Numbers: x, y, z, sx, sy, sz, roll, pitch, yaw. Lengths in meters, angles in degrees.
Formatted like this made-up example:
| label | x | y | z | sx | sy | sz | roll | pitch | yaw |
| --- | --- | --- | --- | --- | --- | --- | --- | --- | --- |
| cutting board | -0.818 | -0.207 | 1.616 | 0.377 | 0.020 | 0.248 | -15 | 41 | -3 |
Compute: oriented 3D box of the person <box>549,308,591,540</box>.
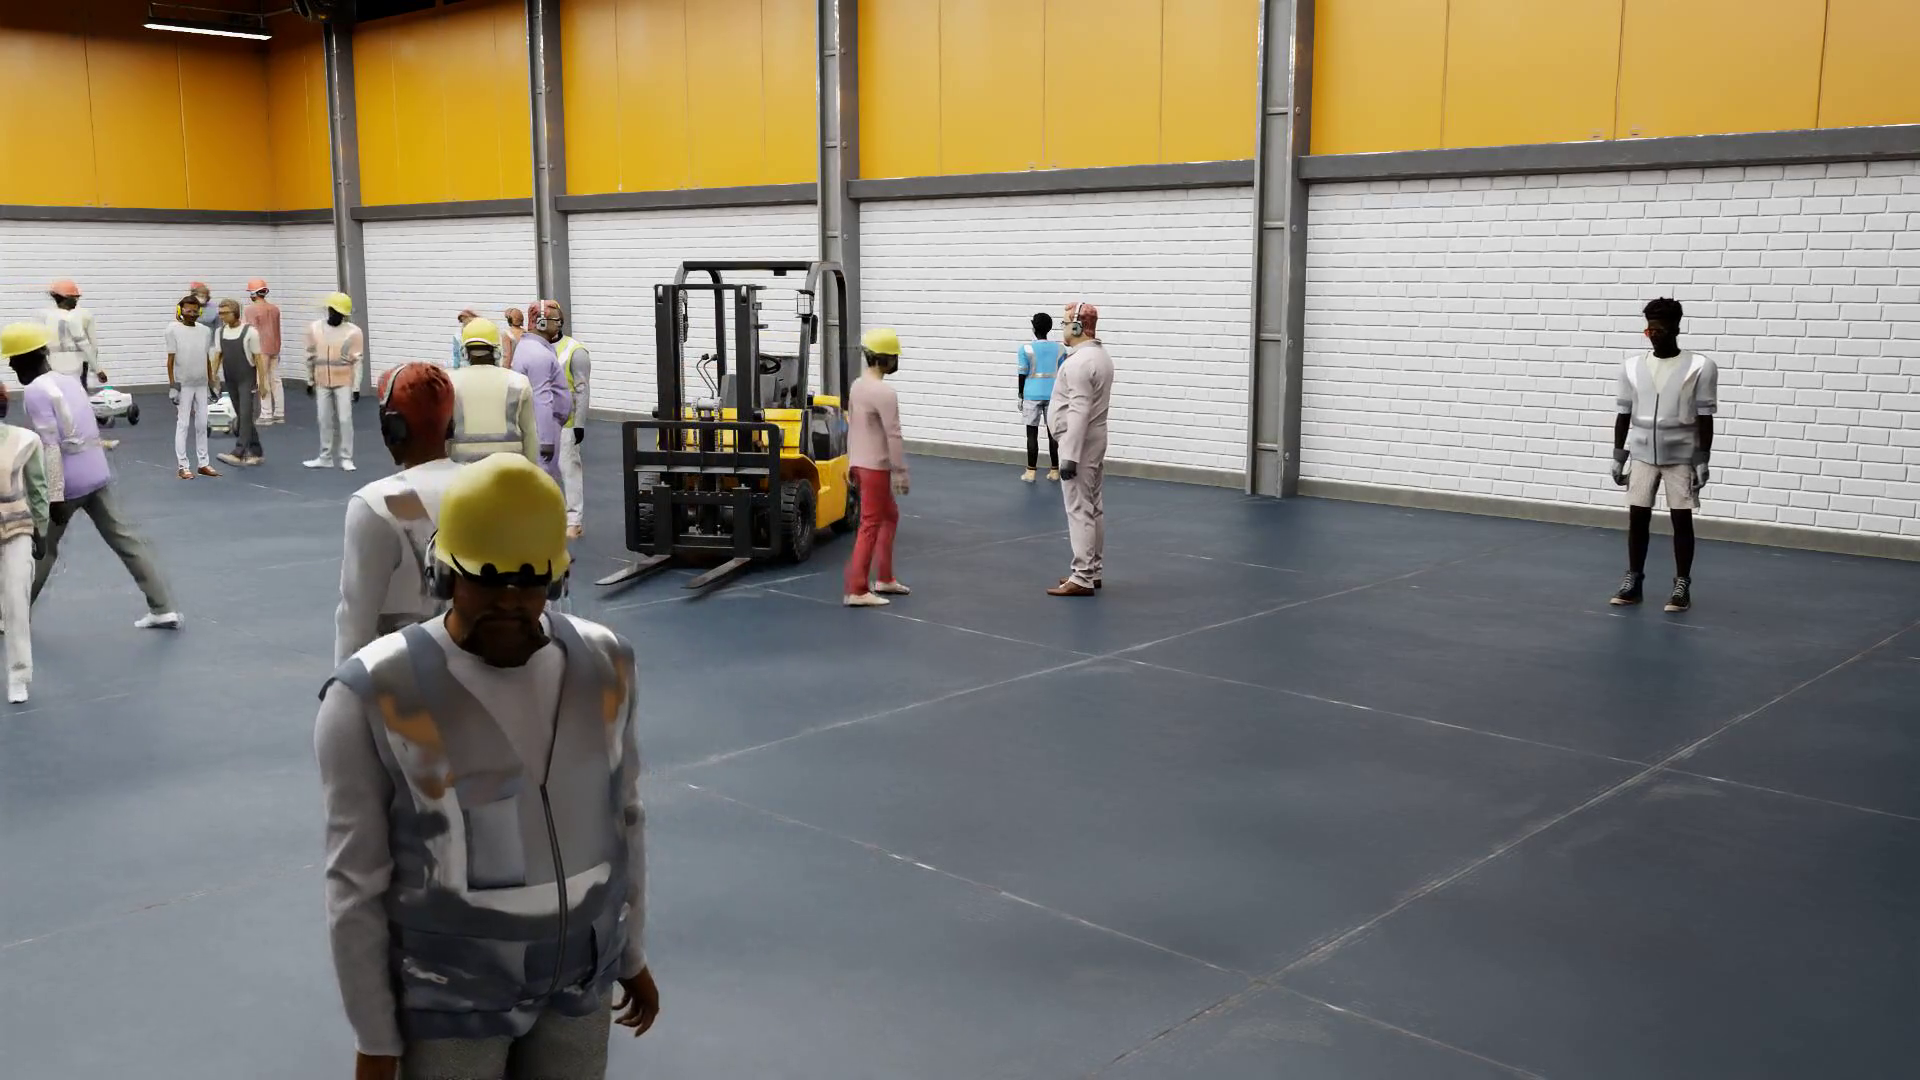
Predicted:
| label | x | y | z | sx | sy | sz | roll | pitch | yaw |
| --- | --- | --- | --- | --- | --- | --- | --- | --- | --- |
| person | -3.200 | -0.920 | 13.063 | 0.626 | 1.844 | 0.429 | 4 | 10 | 23 |

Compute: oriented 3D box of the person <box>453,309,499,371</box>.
| label | x | y | z | sx | sy | sz | roll | pitch | yaw |
| --- | --- | --- | --- | --- | --- | --- | --- | --- | --- |
| person | -6.119 | -2.113 | 21.068 | 0.565 | 1.607 | 0.389 | -3 | 10 | -17 |

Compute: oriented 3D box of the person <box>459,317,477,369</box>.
| label | x | y | z | sx | sy | sz | roll | pitch | yaw |
| --- | --- | --- | --- | --- | --- | --- | --- | --- | --- |
| person | -5.241 | -1.641 | 18.213 | 0.736 | 1.604 | 0.509 | 5 | 11 | 29 |

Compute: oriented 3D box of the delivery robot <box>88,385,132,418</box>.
| label | x | y | z | sx | sy | sz | roll | pitch | yaw |
| --- | --- | --- | --- | --- | --- | --- | --- | --- | --- |
| delivery robot | -11.450 | -1.846 | 22.385 | 0.477 | 0.478 | 0.707 | -1 | 9 | -4 |

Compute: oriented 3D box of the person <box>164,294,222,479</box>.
| label | x | y | z | sx | sy | sz | roll | pitch | yaw |
| --- | --- | --- | --- | --- | --- | --- | --- | --- | --- |
| person | -7.778 | -1.553 | 16.877 | 0.326 | 1.865 | 0.519 | 6 | 11 | 33 |

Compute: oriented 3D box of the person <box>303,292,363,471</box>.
| label | x | y | z | sx | sy | sz | roll | pitch | yaw |
| --- | --- | --- | --- | --- | --- | --- | --- | --- | --- |
| person | -6.607 | -1.648 | 17.430 | 0.758 | 1.876 | 0.445 | 1 | 9 | 5 |

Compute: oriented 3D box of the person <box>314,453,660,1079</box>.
| label | x | y | z | sx | sy | sz | roll | pitch | yaw |
| --- | --- | --- | --- | --- | --- | --- | --- | --- | --- |
| person | -0.773 | 0.753 | 2.863 | 0.592 | 1.822 | 0.404 | -9 | 13 | -42 |

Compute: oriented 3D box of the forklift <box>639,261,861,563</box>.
| label | x | y | z | sx | sy | sz | roll | pitch | yaw |
| --- | --- | --- | --- | --- | --- | --- | --- | --- | --- |
| forklift | -1.552 | -1.040 | 12.721 | 1.214 | 2.155 | 2.313 | 2 | 9 | 11 |

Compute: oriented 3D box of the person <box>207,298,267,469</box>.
| label | x | y | z | sx | sy | sz | roll | pitch | yaw |
| --- | --- | --- | --- | --- | --- | --- | --- | --- | --- |
| person | -7.711 | -1.644 | 17.620 | 0.518 | 1.798 | 0.891 | 3 | 10 | 17 |

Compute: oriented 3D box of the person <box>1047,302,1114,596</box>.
| label | x | y | z | sx | sy | sz | roll | pitch | yaw |
| --- | --- | --- | --- | --- | --- | --- | --- | --- | --- |
| person | 0.769 | -0.589 | 10.835 | 0.409 | 1.907 | 0.651 | 3 | 10 | 17 |

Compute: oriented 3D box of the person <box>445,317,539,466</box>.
| label | x | y | z | sx | sy | sz | roll | pitch | yaw |
| --- | --- | --- | --- | --- | --- | --- | --- | --- | --- |
| person | -2.847 | -0.420 | 10.034 | 0.599 | 1.827 | 0.404 | -3 | 10 | -17 |

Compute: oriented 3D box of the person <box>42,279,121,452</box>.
| label | x | y | z | sx | sy | sz | roll | pitch | yaw |
| --- | --- | --- | --- | --- | --- | --- | --- | --- | --- |
| person | -9.992 | -1.933 | 18.818 | 0.615 | 2.000 | 0.906 | 7 | 12 | 37 |

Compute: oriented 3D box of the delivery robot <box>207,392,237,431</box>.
| label | x | y | z | sx | sy | sz | roll | pitch | yaw |
| --- | --- | --- | --- | --- | --- | --- | --- | --- | --- |
| delivery robot | -9.269 | -1.625 | 21.035 | 0.477 | 0.478 | 0.707 | -1 | 9 | -4 |

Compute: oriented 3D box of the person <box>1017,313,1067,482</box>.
| label | x | y | z | sx | sy | sz | roll | pitch | yaw |
| --- | --- | --- | --- | --- | --- | --- | --- | --- | --- |
| person | 0.818 | -1.415 | 16.568 | 0.536 | 1.690 | 0.321 | -3 | 10 | -19 |

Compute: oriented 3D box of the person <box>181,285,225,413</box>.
| label | x | y | z | sx | sy | sz | roll | pitch | yaw |
| --- | --- | --- | --- | --- | --- | --- | --- | --- | --- |
| person | -11.023 | -2.765 | 24.286 | 0.682 | 1.887 | 0.721 | 0 | 9 | 3 |

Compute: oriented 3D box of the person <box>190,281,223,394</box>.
| label | x | y | z | sx | sy | sz | roll | pitch | yaw |
| --- | --- | --- | --- | --- | --- | --- | --- | --- | --- |
| person | -12.814 | -3.401 | 28.019 | 0.550 | 1.934 | 0.372 | -3 | 10 | -16 |

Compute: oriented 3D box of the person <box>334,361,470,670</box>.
| label | x | y | z | sx | sy | sz | roll | pitch | yaw |
| --- | --- | --- | --- | --- | --- | --- | --- | --- | --- |
| person | -1.475 | 0.440 | 4.667 | 0.431 | 1.870 | 0.580 | 4 | 10 | 23 |

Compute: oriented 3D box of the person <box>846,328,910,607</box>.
| label | x | y | z | sx | sy | sz | roll | pitch | yaw |
| --- | --- | --- | --- | --- | --- | --- | --- | --- | --- |
| person | -0.457 | -0.452 | 10.475 | 0.639 | 1.743 | 0.560 | -5 | 10 | -27 |

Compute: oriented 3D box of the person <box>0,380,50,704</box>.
| label | x | y | z | sx | sy | sz | roll | pitch | yaw |
| --- | --- | --- | --- | --- | --- | --- | --- | --- | --- |
| person | -4.847 | -0.032 | 8.330 | 0.522 | 1.608 | 0.786 | -5 | 11 | -29 |

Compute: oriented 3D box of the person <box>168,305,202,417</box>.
| label | x | y | z | sx | sy | sz | roll | pitch | yaw |
| --- | --- | --- | --- | --- | --- | --- | --- | --- | --- |
| person | -11.074 | -2.576 | 23.849 | 0.498 | 1.634 | 0.281 | -3 | 10 | -15 |

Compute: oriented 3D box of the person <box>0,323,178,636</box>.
| label | x | y | z | sx | sy | sz | roll | pitch | yaw |
| --- | --- | --- | --- | --- | --- | --- | --- | --- | --- |
| person | -5.149 | -0.337 | 9.600 | 1.147 | 1.812 | 0.602 | 0 | 9 | -2 |

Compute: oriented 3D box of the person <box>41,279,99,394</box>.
| label | x | y | z | sx | sy | sz | roll | pitch | yaw |
| --- | --- | --- | --- | --- | --- | --- | --- | --- | --- |
| person | -11.396 | -2.338 | 21.312 | 0.645 | 1.983 | 0.429 | -6 | 11 | -32 |

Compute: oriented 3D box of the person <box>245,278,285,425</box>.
| label | x | y | z | sx | sy | sz | roll | pitch | yaw |
| --- | --- | --- | --- | --- | --- | --- | --- | --- | --- |
| person | -9.509 | -2.566 | 22.684 | 0.396 | 1.993 | 0.617 | 3 | 10 | 17 |

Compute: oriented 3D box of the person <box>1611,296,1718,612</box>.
| label | x | y | z | sx | sy | sz | roll | pitch | yaw |
| --- | --- | --- | --- | --- | --- | --- | --- | --- | --- |
| person | 4.361 | -0.529 | 10.340 | 0.609 | 1.954 | 0.402 | 8 | 12 | 41 |

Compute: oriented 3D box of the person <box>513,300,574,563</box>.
| label | x | y | z | sx | sy | sz | roll | pitch | yaw |
| --- | --- | --- | --- | --- | --- | --- | --- | --- | --- |
| person | -2.992 | -0.775 | 12.009 | 0.401 | 1.903 | 0.645 | -4 | 10 | -21 |

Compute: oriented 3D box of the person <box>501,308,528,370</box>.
| label | x | y | z | sx | sy | sz | roll | pitch | yaw |
| --- | --- | --- | --- | --- | --- | --- | --- | --- | --- |
| person | -5.461 | -2.035 | 20.517 | 0.306 | 1.639 | 0.523 | 4 | 10 | 24 |

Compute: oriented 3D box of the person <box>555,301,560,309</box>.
| label | x | y | z | sx | sy | sz | roll | pitch | yaw |
| --- | --- | --- | --- | --- | --- | --- | --- | --- | --- |
| person | -4.682 | -1.854 | 19.047 | 0.328 | 1.759 | 0.524 | 4 | 10 | 22 |
